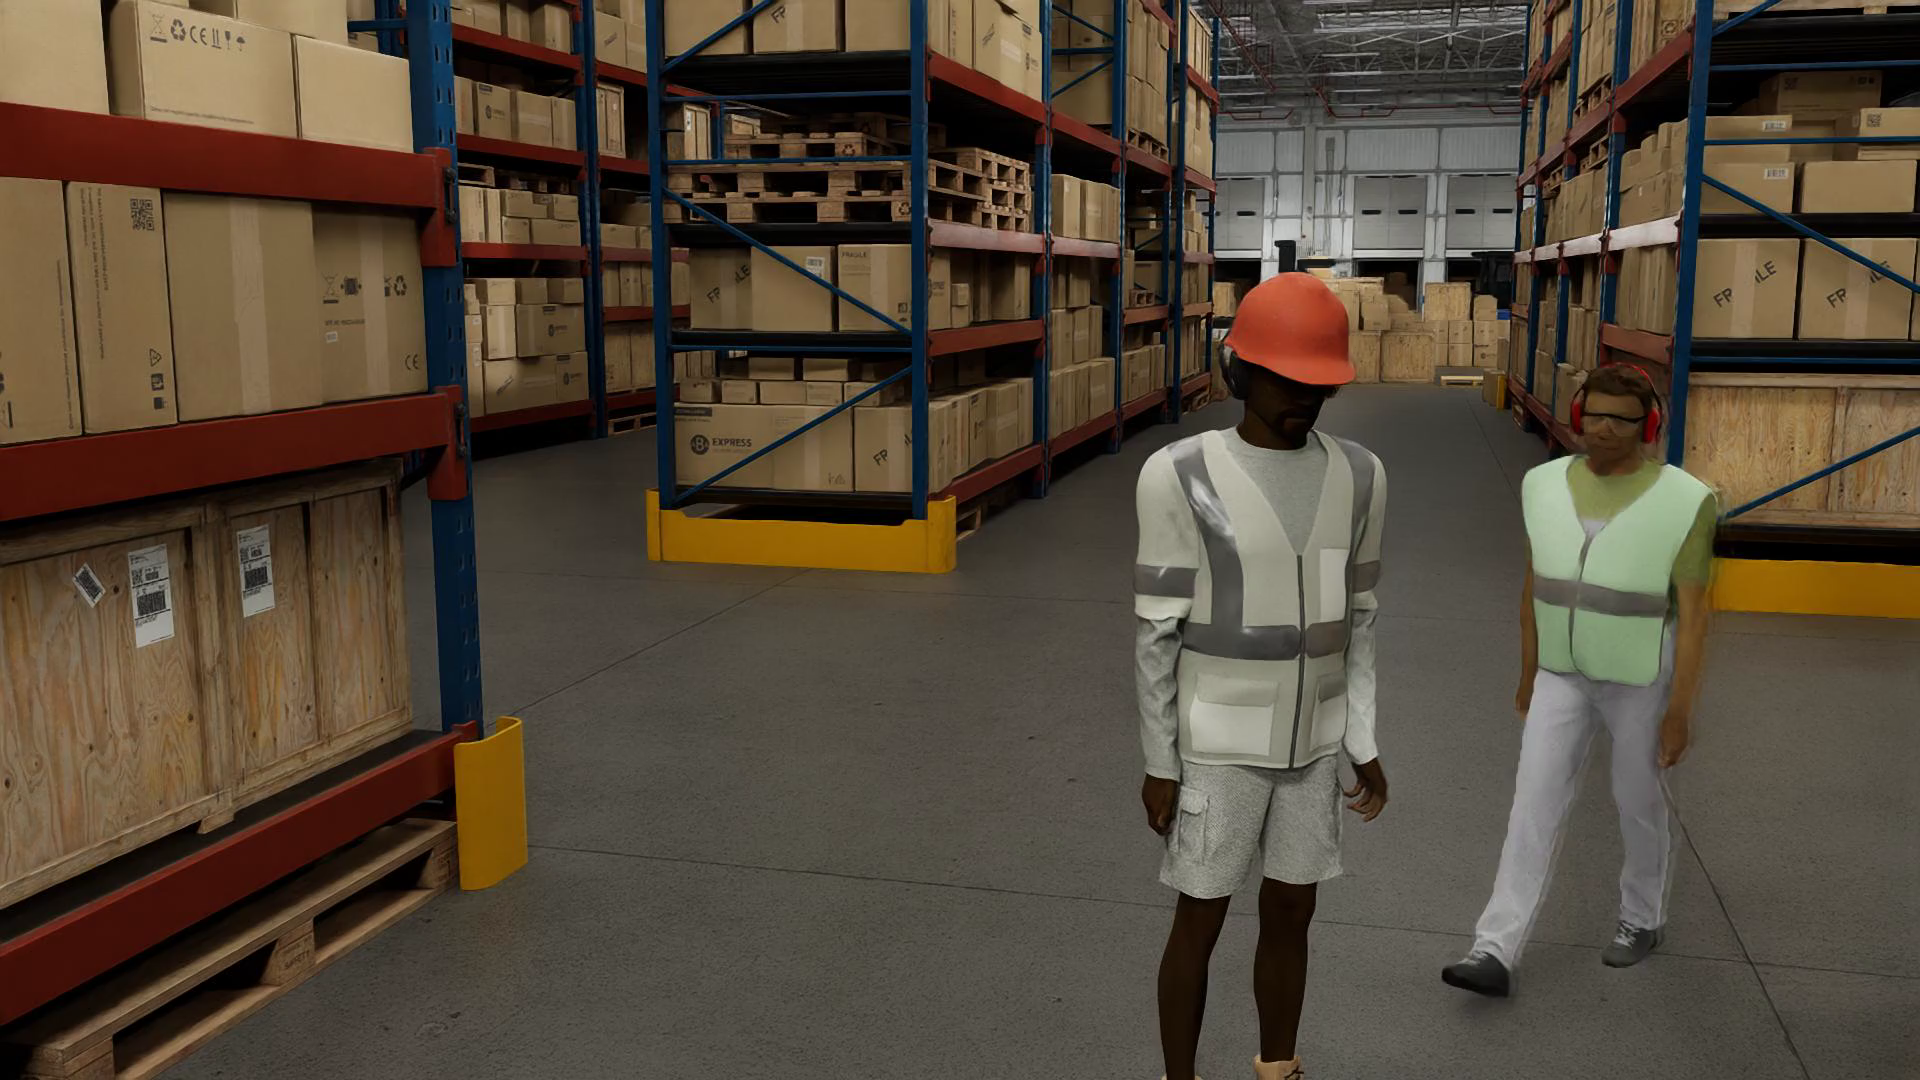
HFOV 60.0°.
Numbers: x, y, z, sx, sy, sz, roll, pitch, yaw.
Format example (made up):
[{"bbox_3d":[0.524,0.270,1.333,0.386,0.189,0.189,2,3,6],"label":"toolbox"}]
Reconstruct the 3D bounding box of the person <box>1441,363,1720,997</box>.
[{"bbox_3d":[1.780,0.405,4.665,0.981,1.783,0.575,-9,12,-43],"label":"person"}]

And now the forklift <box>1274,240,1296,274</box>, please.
[{"bbox_3d":[6.983,-5.037,35.774,1.873,2.768,1.129,2,9,15],"label":"forklift"}]

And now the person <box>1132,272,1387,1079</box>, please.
[{"bbox_3d":[0.677,0.441,3.656,0.604,2.034,0.386,-3,10,-20],"label":"person"}]

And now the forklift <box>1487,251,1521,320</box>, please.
[{"bbox_3d":[15.998,-7.114,48.972,1.129,2.768,1.873,-2,9,-11],"label":"forklift"}]

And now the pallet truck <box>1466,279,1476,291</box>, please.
[{"bbox_3d":[18.896,-8.459,60.307,1.885,1.965,0.823,5,10,31],"label":"pallet truck"}]
